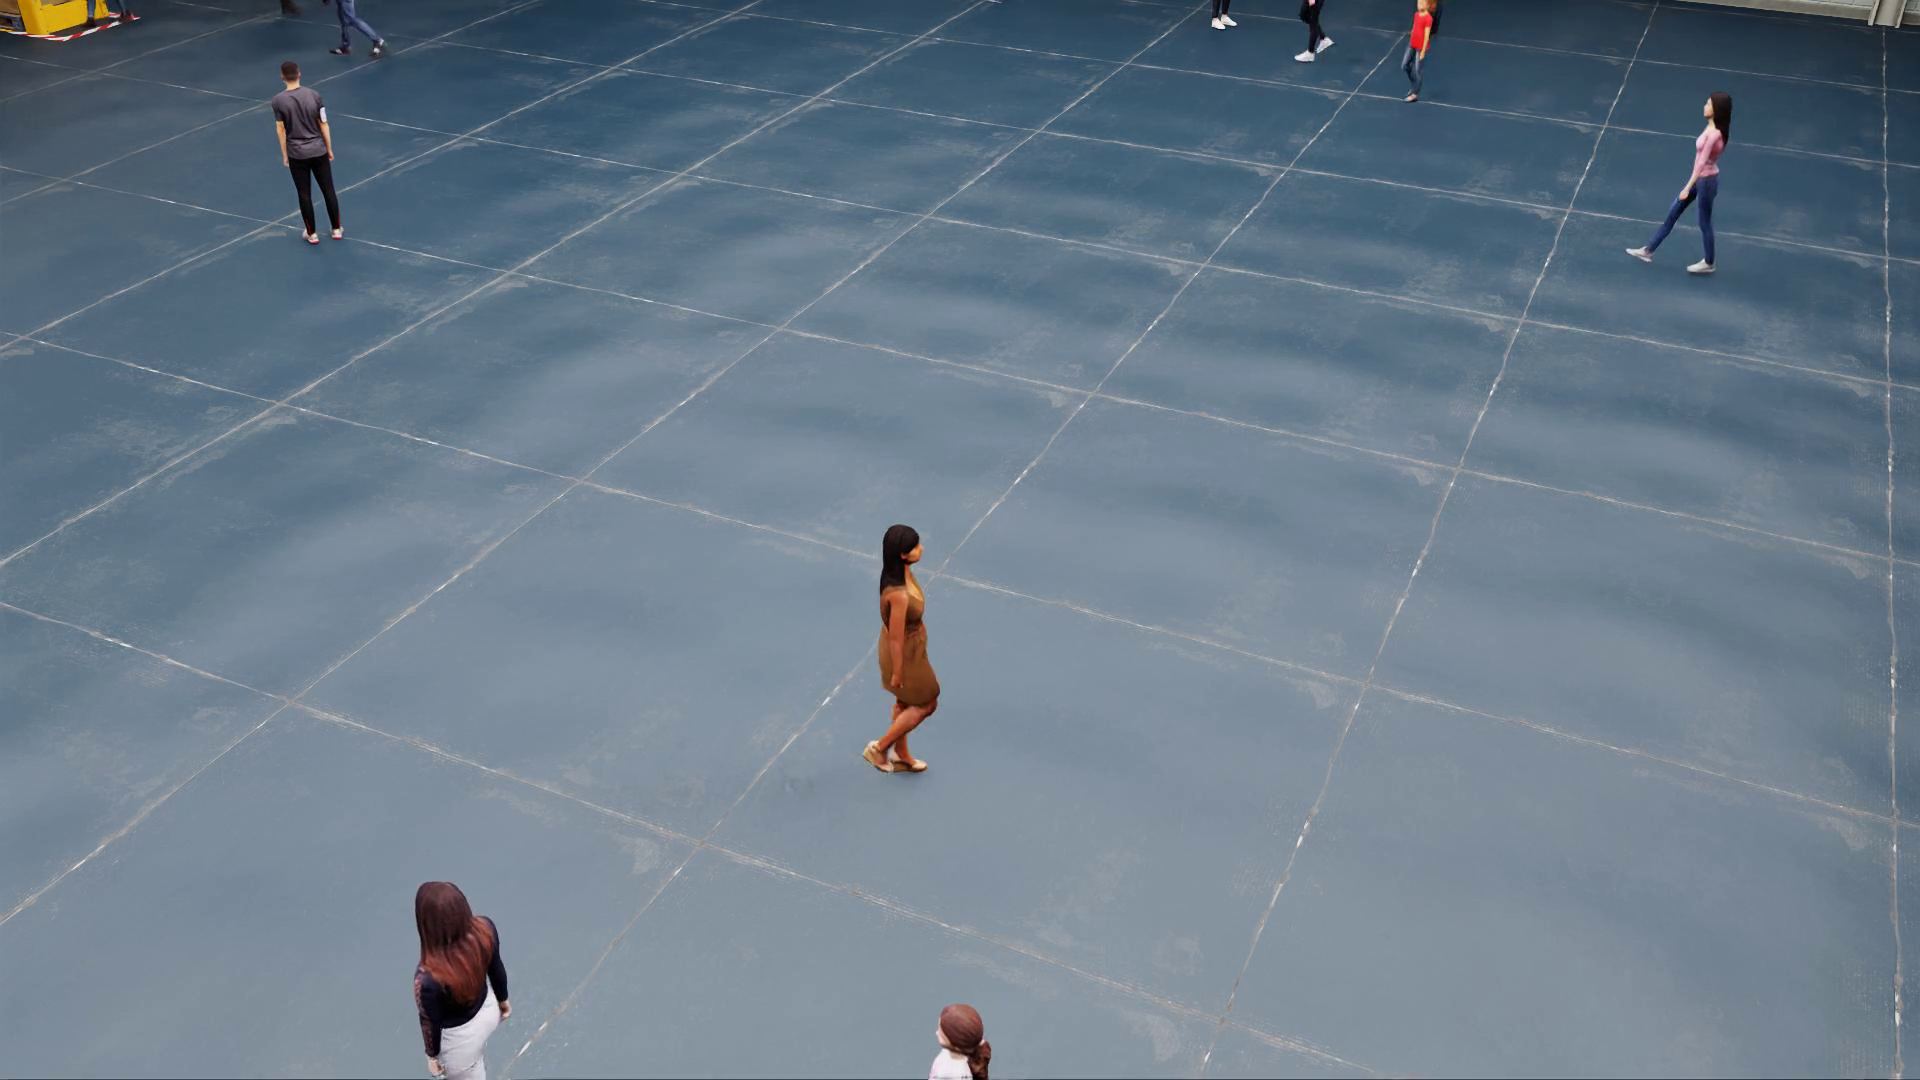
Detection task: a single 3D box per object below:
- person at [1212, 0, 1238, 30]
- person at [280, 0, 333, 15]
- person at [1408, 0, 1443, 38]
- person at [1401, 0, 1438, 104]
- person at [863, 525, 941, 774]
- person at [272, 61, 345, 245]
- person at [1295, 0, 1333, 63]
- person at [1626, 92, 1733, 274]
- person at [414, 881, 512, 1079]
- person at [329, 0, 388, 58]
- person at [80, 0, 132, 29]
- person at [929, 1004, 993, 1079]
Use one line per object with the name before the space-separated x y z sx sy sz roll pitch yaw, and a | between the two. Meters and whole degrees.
person | 3.683 -7.933 22.871 0.666 1.700 0.687 27 41 36
person | -9.467 -8.262 23.371 1.082 1.723 1.127 -18 36 -26
person | 6.379 -7.717 22.417 0.733 1.819 0.781 -13 35 -20
person | 5.606 -5.963 20.117 0.650 1.306 0.588 -12 34 -18
person | -0.388 0.651 9.284 0.800 1.678 0.729 -3 32 -5
person | -6.371 -3.779 16.228 0.710 1.763 0.730 -17 36 -25
person | 4.658 -7.027 21.402 0.814 1.735 0.721 0 32 0
person | 7.003 -3.288 15.496 1.083 1.711 0.701 8 33 13
person | -2.063 2.100 7.072 0.954 1.587 0.593 14 35 22
person | -7.898 -7.180 21.538 1.134 1.849 0.977 -4 32 -6
person | -11.869 -7.903 22.923 0.976 1.594 0.709 12 34 19
person | 0.029 2.394 7.066 0.799 1.097 0.641 -1 32 -2
